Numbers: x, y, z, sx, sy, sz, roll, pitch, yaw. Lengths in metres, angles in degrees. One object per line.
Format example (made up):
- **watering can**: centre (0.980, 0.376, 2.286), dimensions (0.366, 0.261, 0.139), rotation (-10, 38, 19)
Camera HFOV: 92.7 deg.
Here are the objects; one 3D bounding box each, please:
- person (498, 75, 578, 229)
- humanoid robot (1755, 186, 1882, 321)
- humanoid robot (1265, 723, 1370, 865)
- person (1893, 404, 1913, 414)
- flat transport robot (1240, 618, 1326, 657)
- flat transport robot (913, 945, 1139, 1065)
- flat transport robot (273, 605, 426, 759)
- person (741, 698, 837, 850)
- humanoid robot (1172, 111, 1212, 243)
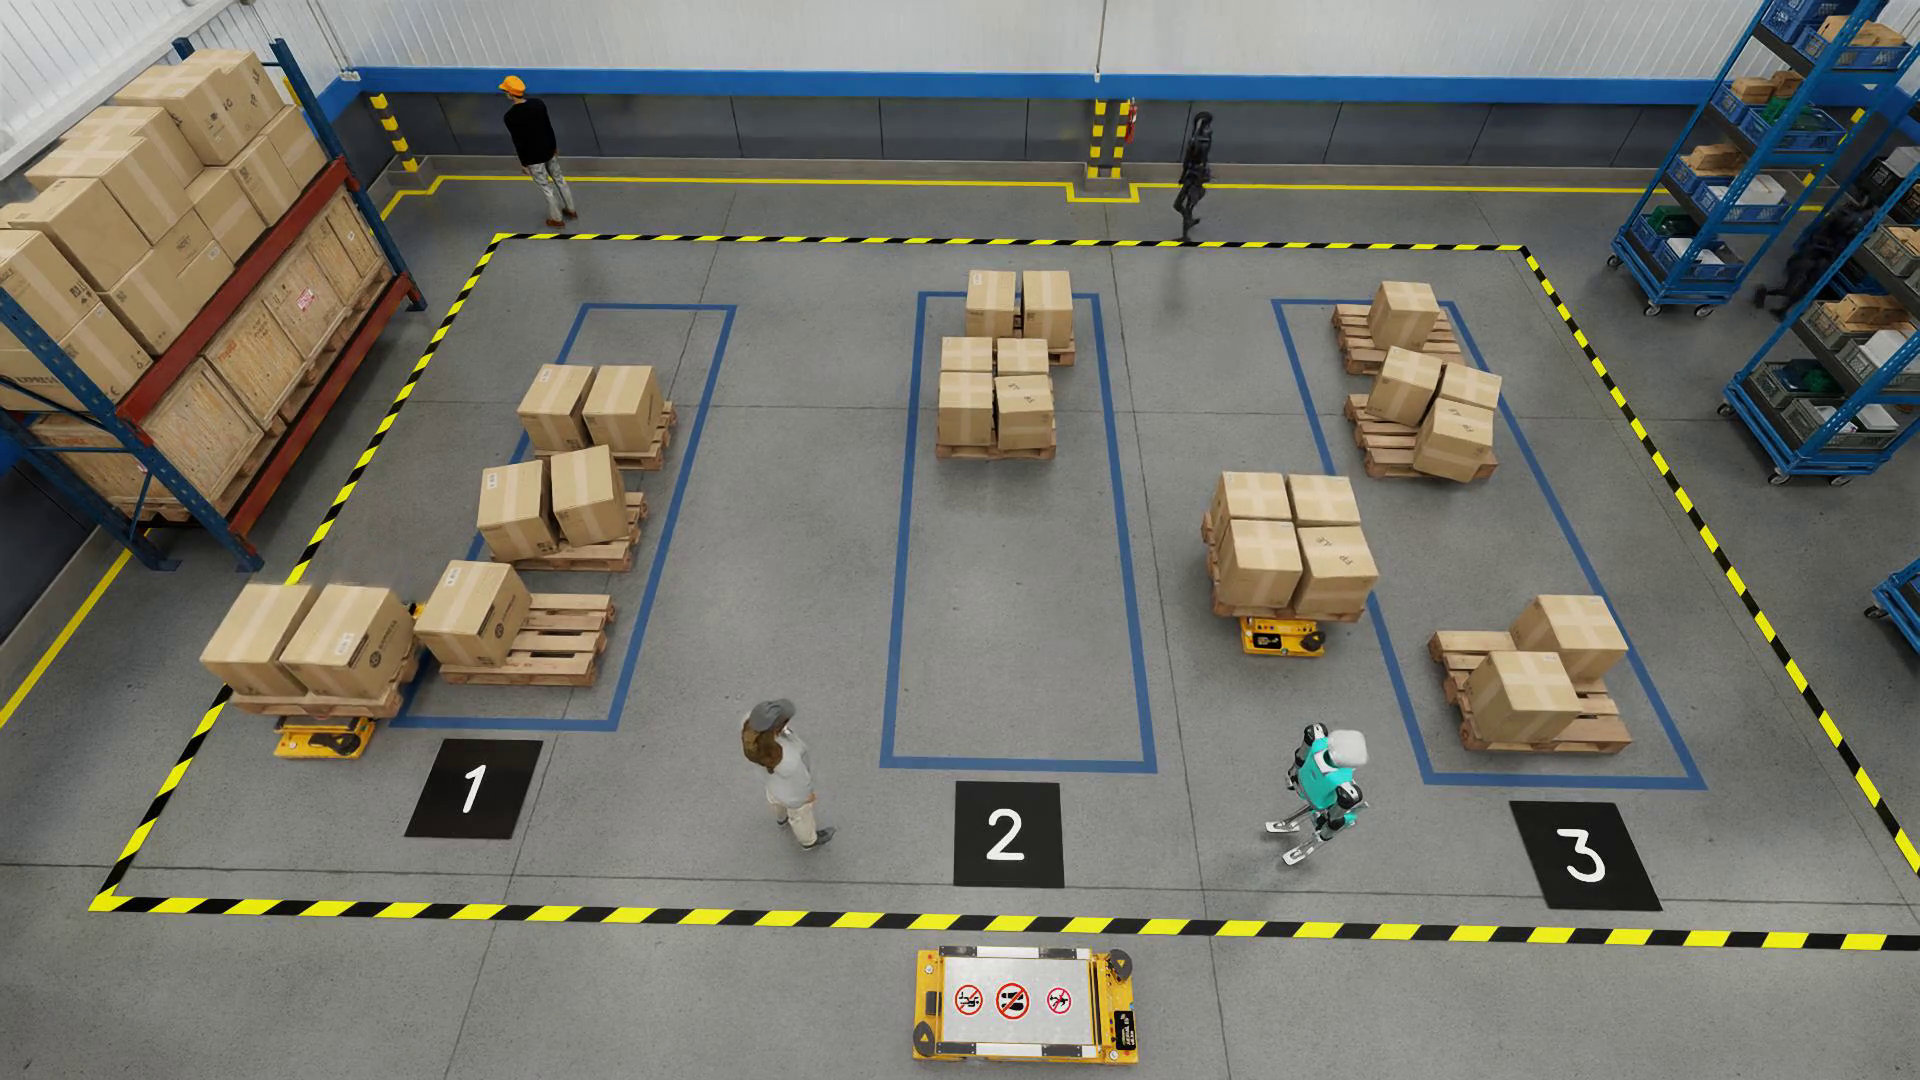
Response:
- **person**: centre (-5.207, -4.773, 11.335), dimensions (0.354, 1.884, 0.590), rotation (24, 55, 18)
- **humanoid robot**: centre (9.525, -3.165, 10.157), dimensions (0.601, 1.644, 0.487), rotation (-1, 51, -1)
- **humanoid robot**: centre (2.506, 1.684, 6.082), dimensions (0.735, 1.672, 0.533), rotation (-11, 52, -9)
- **person**: centre (10.211, -2.095, 9.117), dimensions (0.630, 1.940, 0.372), rotation (-7, 51, -6)
- **flat transport robot**: centre (2.788, 0.370, 8.166), dimensions (0.652, 0.197, 1.431), rotation (3, 51, 2)
- **flat transport robot**: centre (0.422, 3.041, 6.007), dimensions (1.431, 0.231, 0.659), rotation (1, 51, 1)
- **flat transport robot**: centre (-5.021, 1.105, 7.567), dimensions (0.652, 0.197, 1.431), rotation (1, 51, 1)
- **person**: centre (-1.193, 1.592, 6.218), dimensions (0.395, 1.769, 0.564), rotation (-38, 60, -26)
- **humanoid robot**: centre (2.890, -4.381, 11.153), dimensions (0.405, 1.644, 0.603), rotation (-8, 51, -6)
